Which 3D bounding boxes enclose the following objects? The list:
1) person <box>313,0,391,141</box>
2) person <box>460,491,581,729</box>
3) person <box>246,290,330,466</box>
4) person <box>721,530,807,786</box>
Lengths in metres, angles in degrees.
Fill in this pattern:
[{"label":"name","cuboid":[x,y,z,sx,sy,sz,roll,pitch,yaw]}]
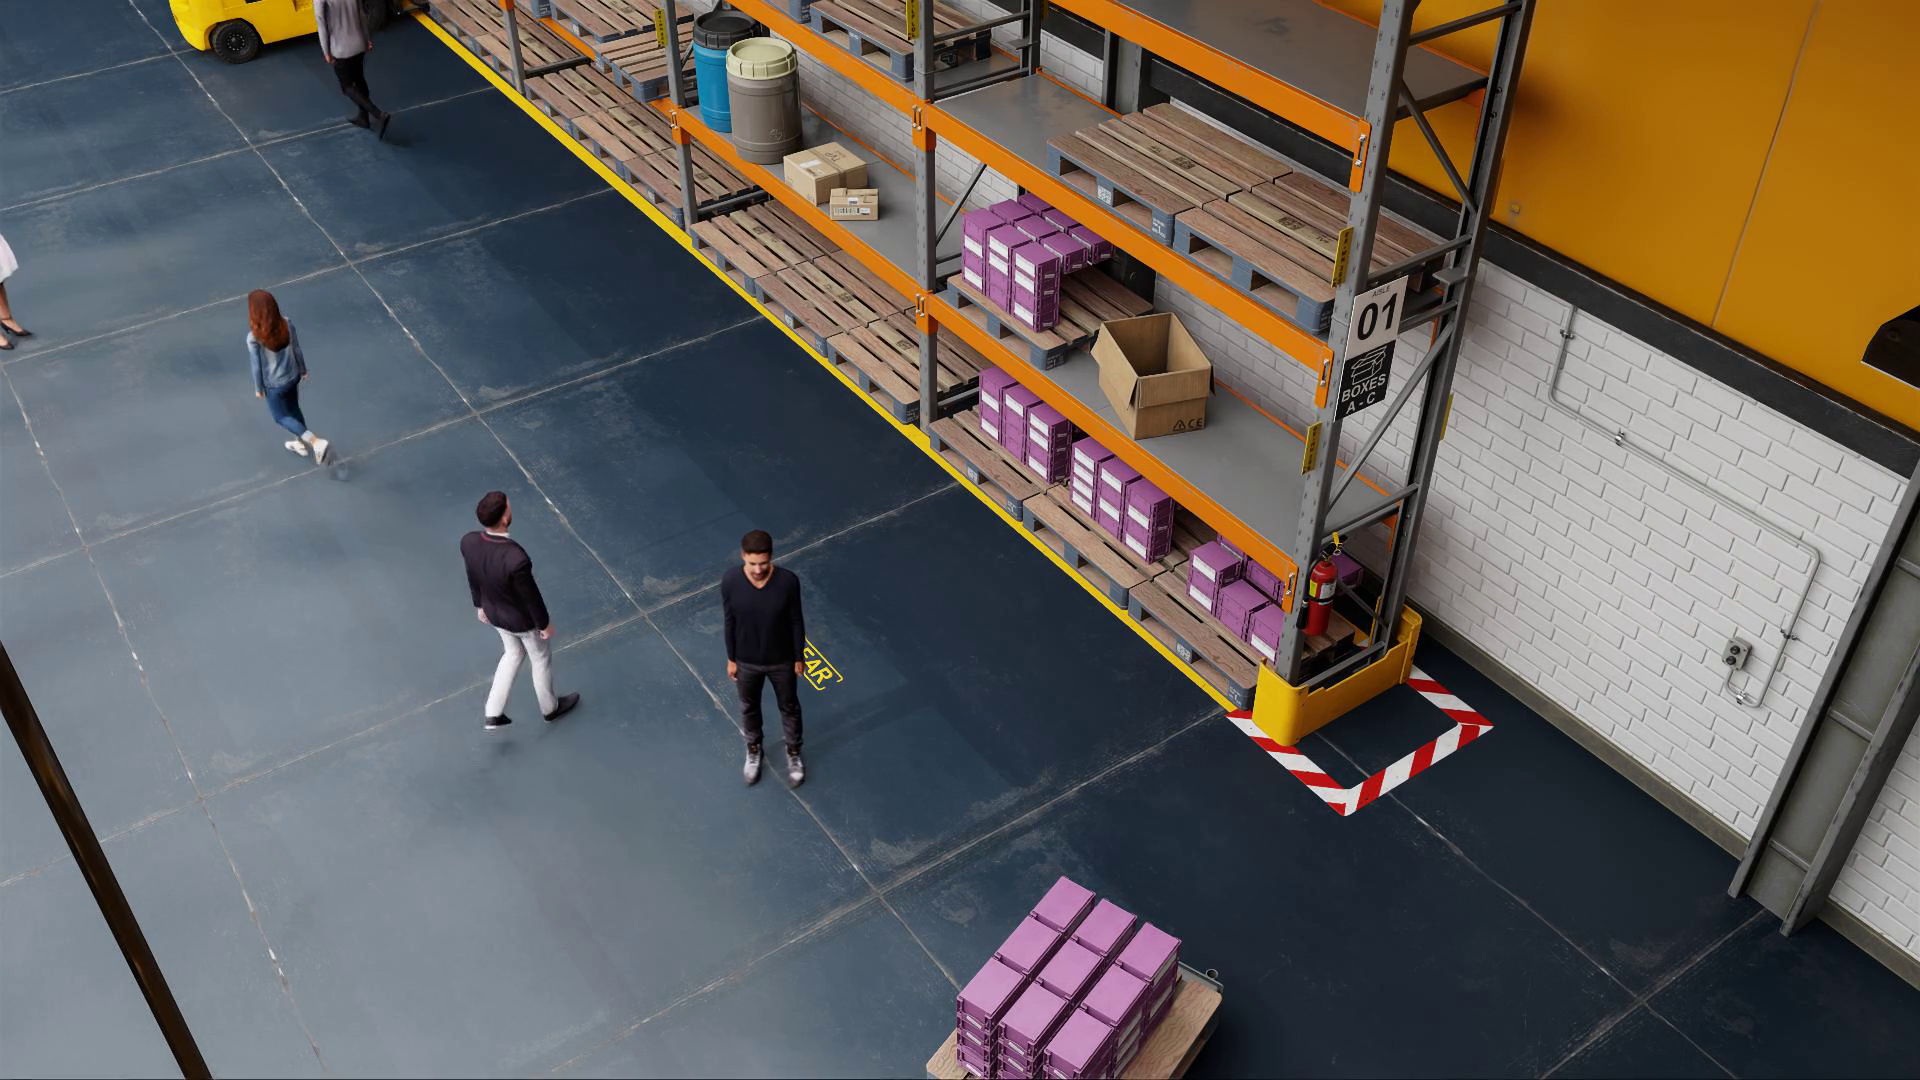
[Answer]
[{"label":"person","cuboid":[-6.174,-5.022,16.937,1.200,1.903,1.021,20,43,23]},{"label":"person","cuboid":[-2.746,0.496,10.086,0.947,1.829,0.922,22,44,25]},{"label":"person","cuboid":[-5.050,-1.191,12.491,0.892,1.465,0.762,19,42,22]},{"label":"person","cuboid":[-1.152,0.673,9.835,0.720,1.867,0.746,0,39,0]}]
